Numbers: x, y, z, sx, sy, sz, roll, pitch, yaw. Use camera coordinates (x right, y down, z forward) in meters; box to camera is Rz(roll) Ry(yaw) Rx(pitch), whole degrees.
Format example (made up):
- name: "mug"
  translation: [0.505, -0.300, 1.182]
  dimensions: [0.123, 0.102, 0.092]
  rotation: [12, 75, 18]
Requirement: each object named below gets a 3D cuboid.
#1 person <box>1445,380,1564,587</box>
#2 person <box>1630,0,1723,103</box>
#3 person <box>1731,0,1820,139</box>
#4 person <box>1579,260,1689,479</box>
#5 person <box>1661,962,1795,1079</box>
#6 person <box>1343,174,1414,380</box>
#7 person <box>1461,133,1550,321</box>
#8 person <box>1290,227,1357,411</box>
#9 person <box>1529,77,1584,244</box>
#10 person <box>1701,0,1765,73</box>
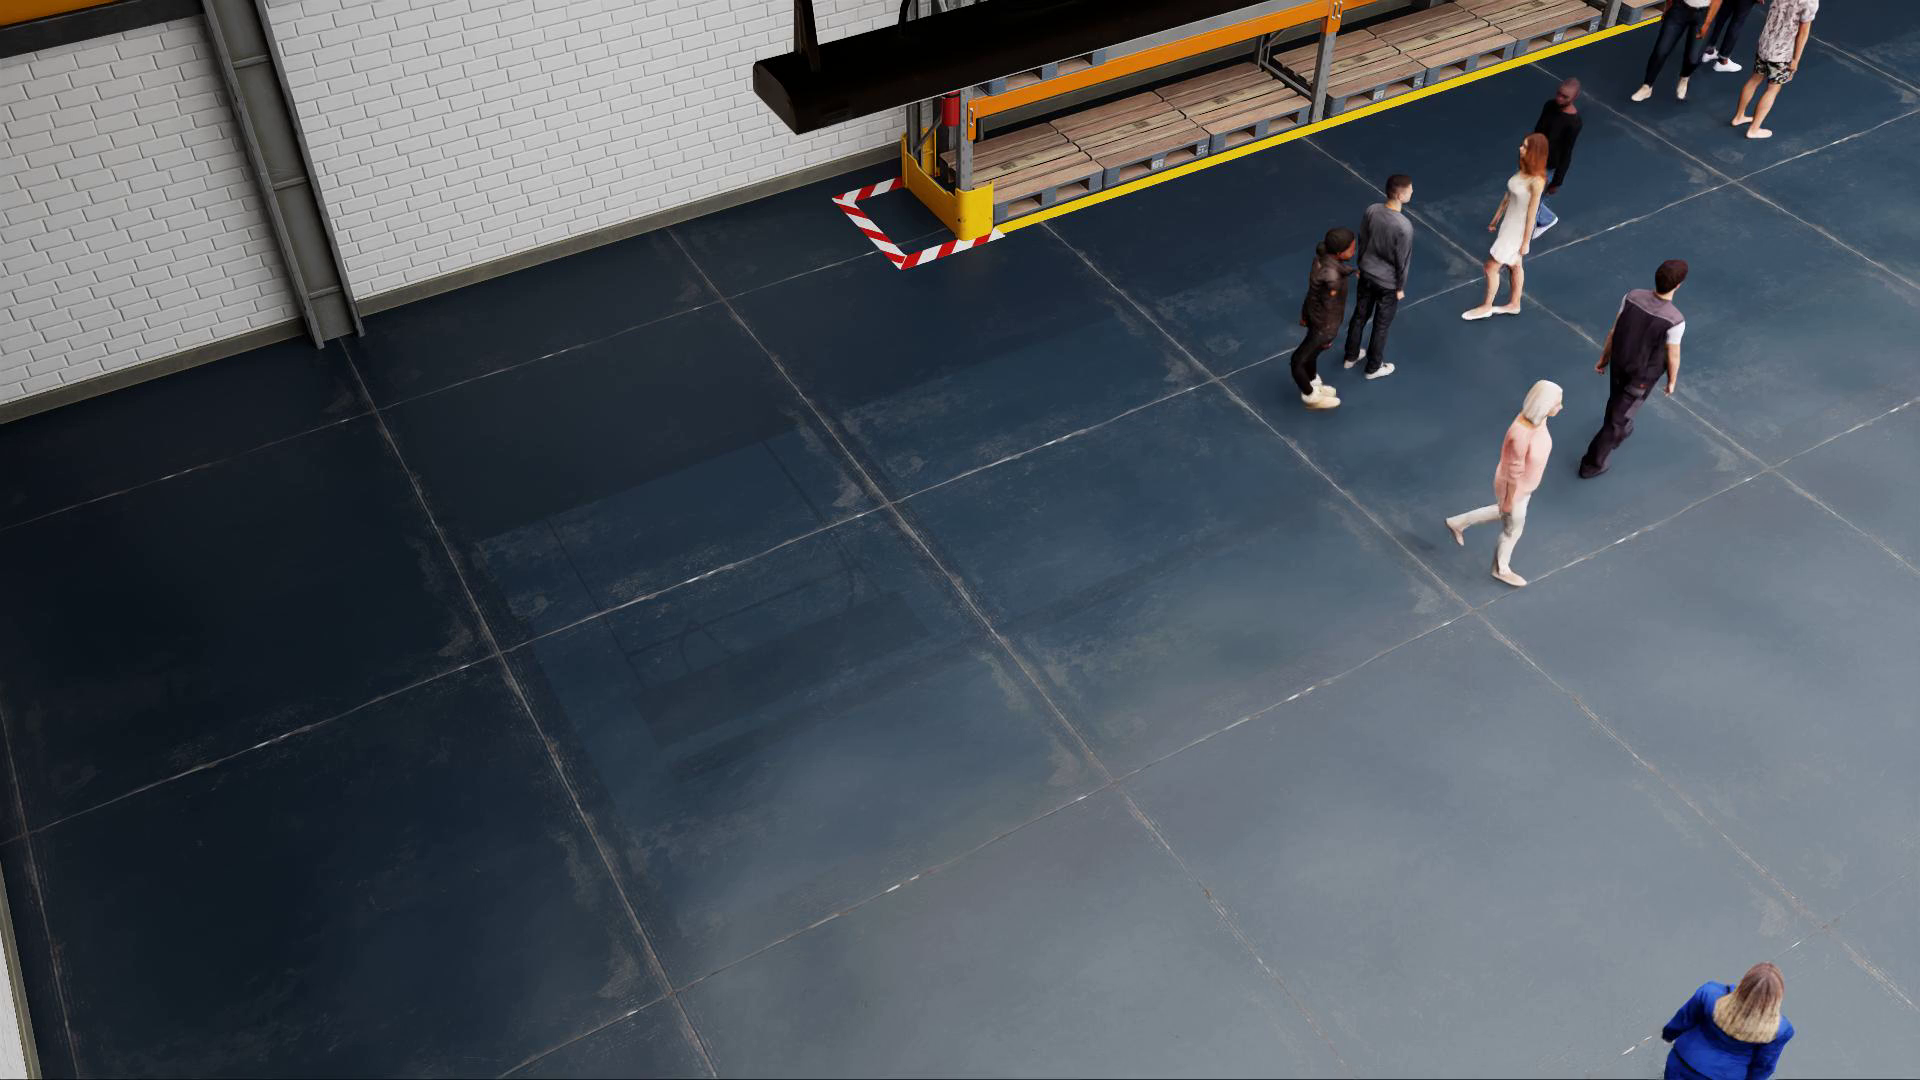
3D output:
- name: "person"
  translation: [3.689, -0.414, 11.268]
  dimensions: [0.915, 1.713, 0.938]
  rotation: [22, 48, 22]
- name: "person"
  translation: [7.111, -5.058, 16.088]
  dimensions: [0.857, 1.787, 0.917]
  rotation: [33, 53, 30]
- name: "person"
  translation: [7.709, -4.667, 15.660]
  dimensions: [0.625, 1.812, 0.704]
  rotation: [-15, 46, -15]
- name: "person"
  translation: [4.796, -1.191, 12.002]
  dimensions: [0.958, 1.823, 0.722]
  rotation: [-25, 49, -24]
- name: "person"
  translation: [3.621, 2.641, 8.101]
  dimensions: [1.023, 1.657, 1.222]
  rotation: [21, 48, 21]
- name: "person"
  translation: [3.272, -2.046, 12.945]
  dimensions: [0.598, 1.762, 0.652]
  rotation: [-30, 51, -28]
- name: "person"
  translation: [4.606, -2.519, 13.490]
  dimensions: [0.872, 1.694, 0.776]
  rotation: [0, 44, 0]
- name: "person"
  translation: [2.865, -1.640, 12.595]
  dimensions: [0.823, 1.657, 0.737]
  rotation: [-8, 44, -9]
- name: "person"
  translation: [5.050, -3.183, 14.162]
  dimensions: [0.823, 1.729, 0.678]
  rotation: [-14, 45, -14]
- name: "person"
  translation: [7.842, -5.604, 16.640]
  dimensions: [0.675, 1.816, 0.782]
  rotation: [-11, 45, -11]
